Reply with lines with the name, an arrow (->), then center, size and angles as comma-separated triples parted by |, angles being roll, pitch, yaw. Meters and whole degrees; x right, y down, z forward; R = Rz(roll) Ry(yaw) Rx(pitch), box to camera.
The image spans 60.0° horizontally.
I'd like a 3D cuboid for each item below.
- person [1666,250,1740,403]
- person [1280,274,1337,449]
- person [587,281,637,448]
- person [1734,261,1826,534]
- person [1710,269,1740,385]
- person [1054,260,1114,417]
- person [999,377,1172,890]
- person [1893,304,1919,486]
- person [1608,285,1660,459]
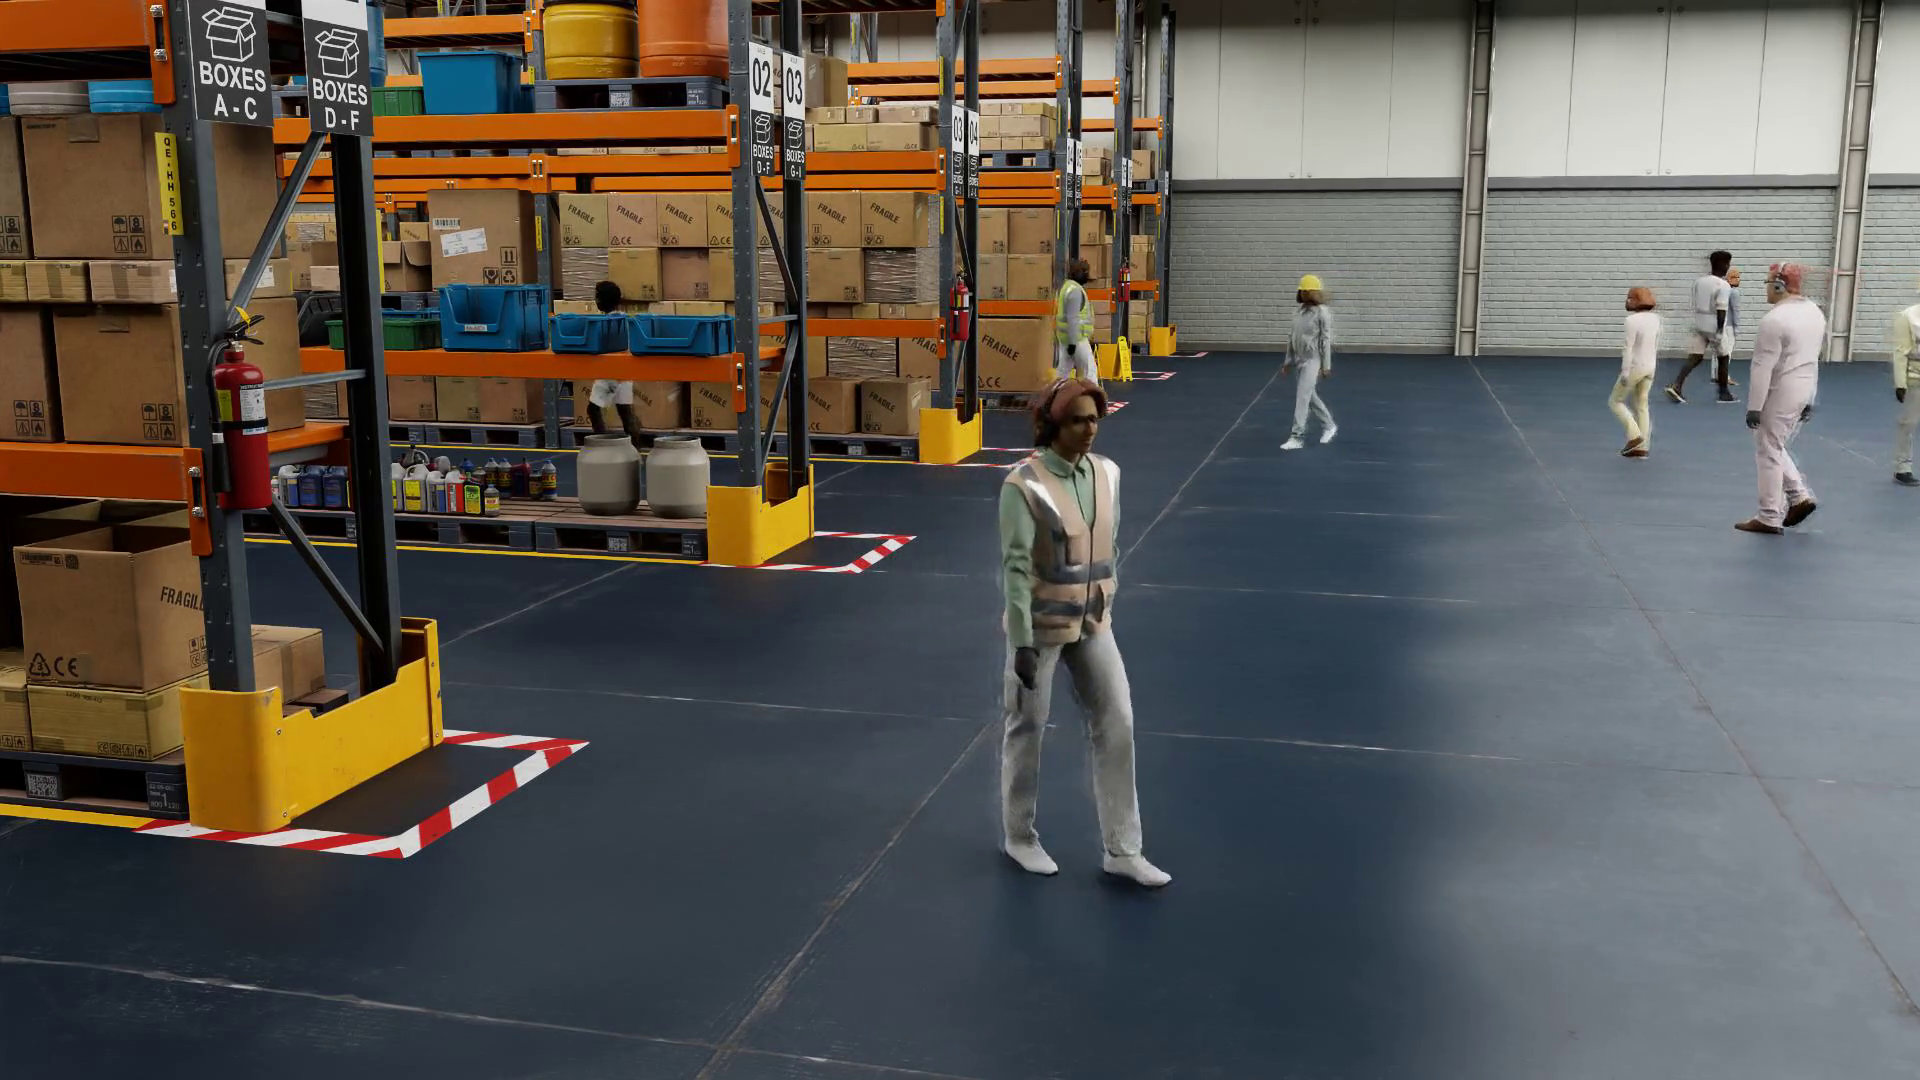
person -> 9.352, -2.661, 20.806 | 0.928, 1.931, 0.604 | -3, 11, -17
person -> 3.497, -1.771, 16.463 | 0.851, 1.711, 0.478 | -6, 12, -31
person -> -3.182, -1.470, 14.876 | 0.636, 1.668, 0.546 | 1, 10, 6
person -> 5.678, -0.980, 11.568 | 0.672, 1.892, 0.419 | -7, 13, -36
person -> 10.872, -3.013, 23.562 | 0.281, 1.633, 0.500 | -1, 10, -8
person -> 1.430, -2.316, 19.218 | 0.848, 1.811, 0.642 | -1, 10, -8
person -> 0.378, 0.310, 5.180 | 0.550, 1.609, 0.718 | -8, 13, -39
person -> 7.970, -1.302, 13.594 | 0.628, 1.799, 0.795 | 0, 10, 1
person -> 6.322, -1.568, 15.575 | 0.531, 1.618, 0.365 | -6, 12, -32
